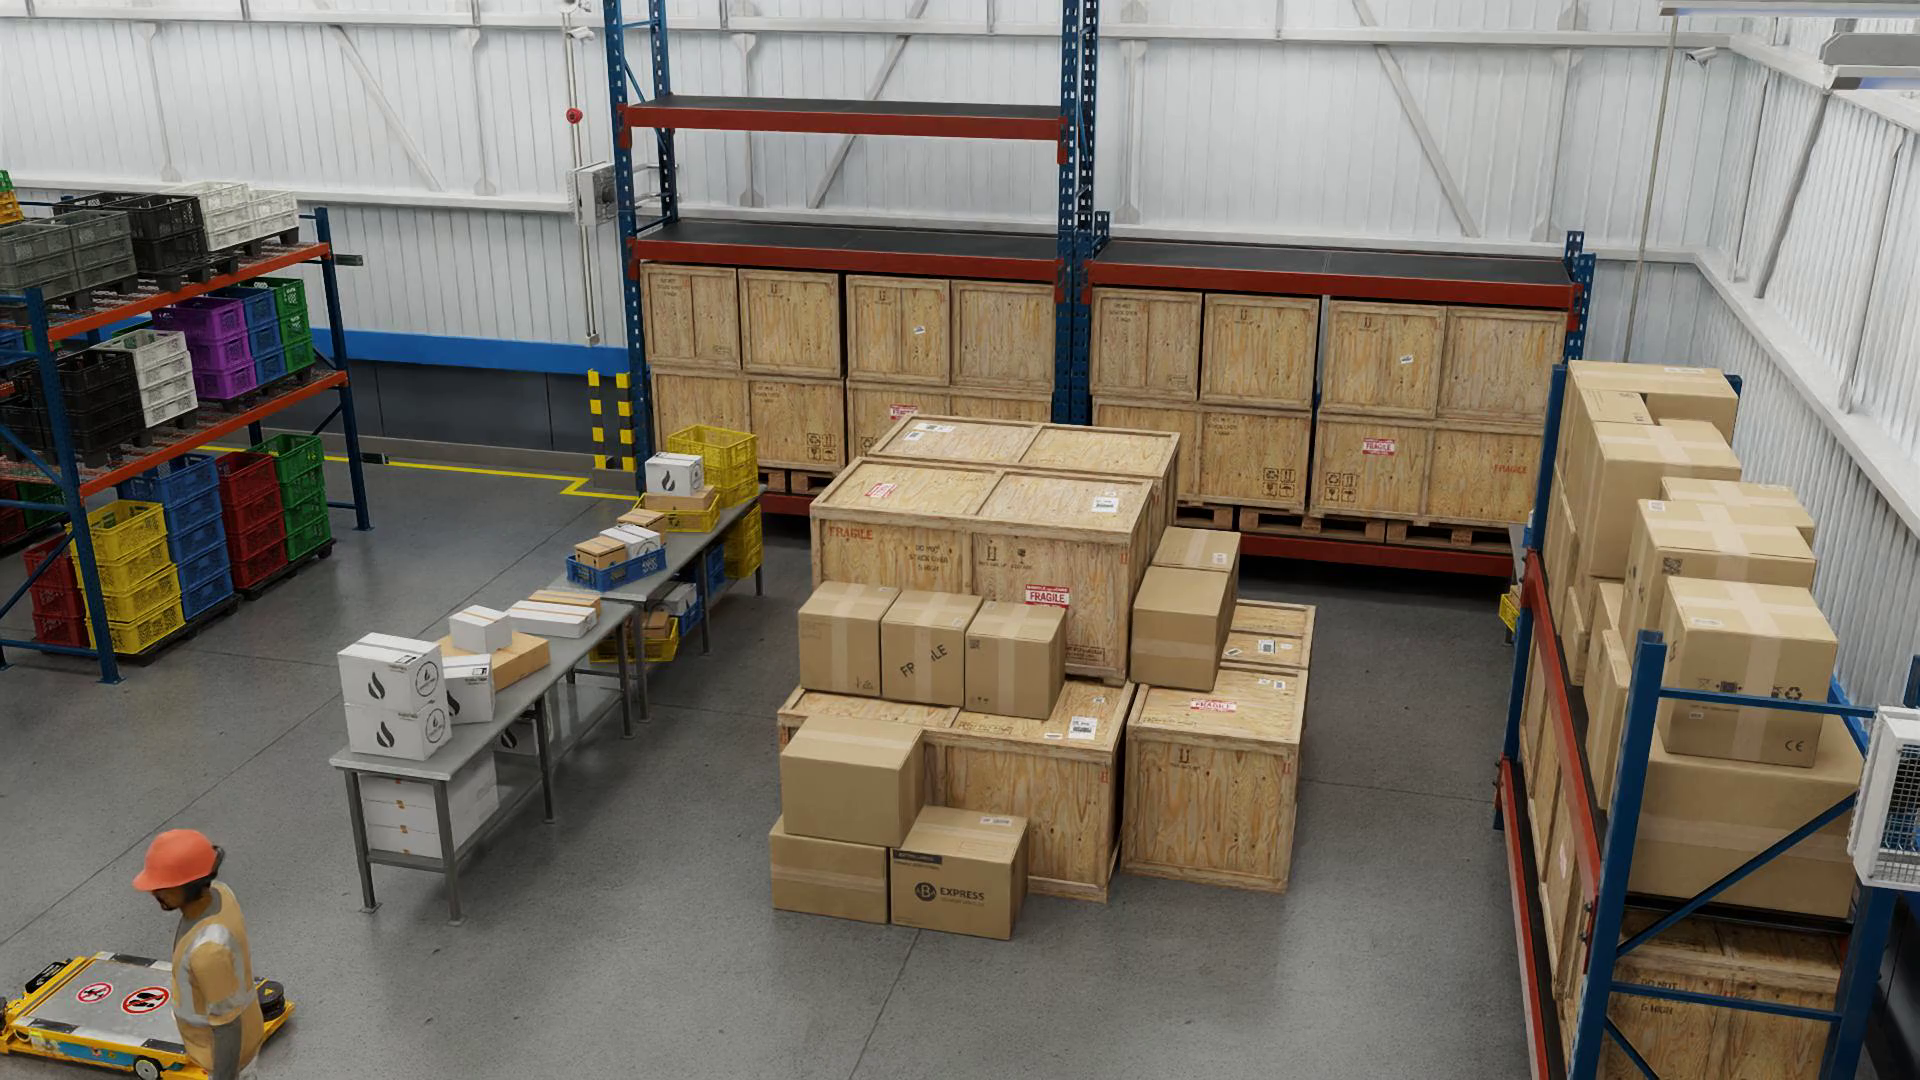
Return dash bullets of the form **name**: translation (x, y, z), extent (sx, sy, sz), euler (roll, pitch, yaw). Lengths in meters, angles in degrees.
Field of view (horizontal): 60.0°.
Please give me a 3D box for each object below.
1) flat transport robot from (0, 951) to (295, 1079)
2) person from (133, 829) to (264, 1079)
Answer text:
- **flat transport robot**: translation (-4.270, 2.464, 8.601), extent (1.431, 0.231, 0.659), euler (5, 22, 13)
- **person**: translation (-3.139, 2.120, 7.022), extent (0.378, 2.041, 0.609), euler (-10, 23, -24)
